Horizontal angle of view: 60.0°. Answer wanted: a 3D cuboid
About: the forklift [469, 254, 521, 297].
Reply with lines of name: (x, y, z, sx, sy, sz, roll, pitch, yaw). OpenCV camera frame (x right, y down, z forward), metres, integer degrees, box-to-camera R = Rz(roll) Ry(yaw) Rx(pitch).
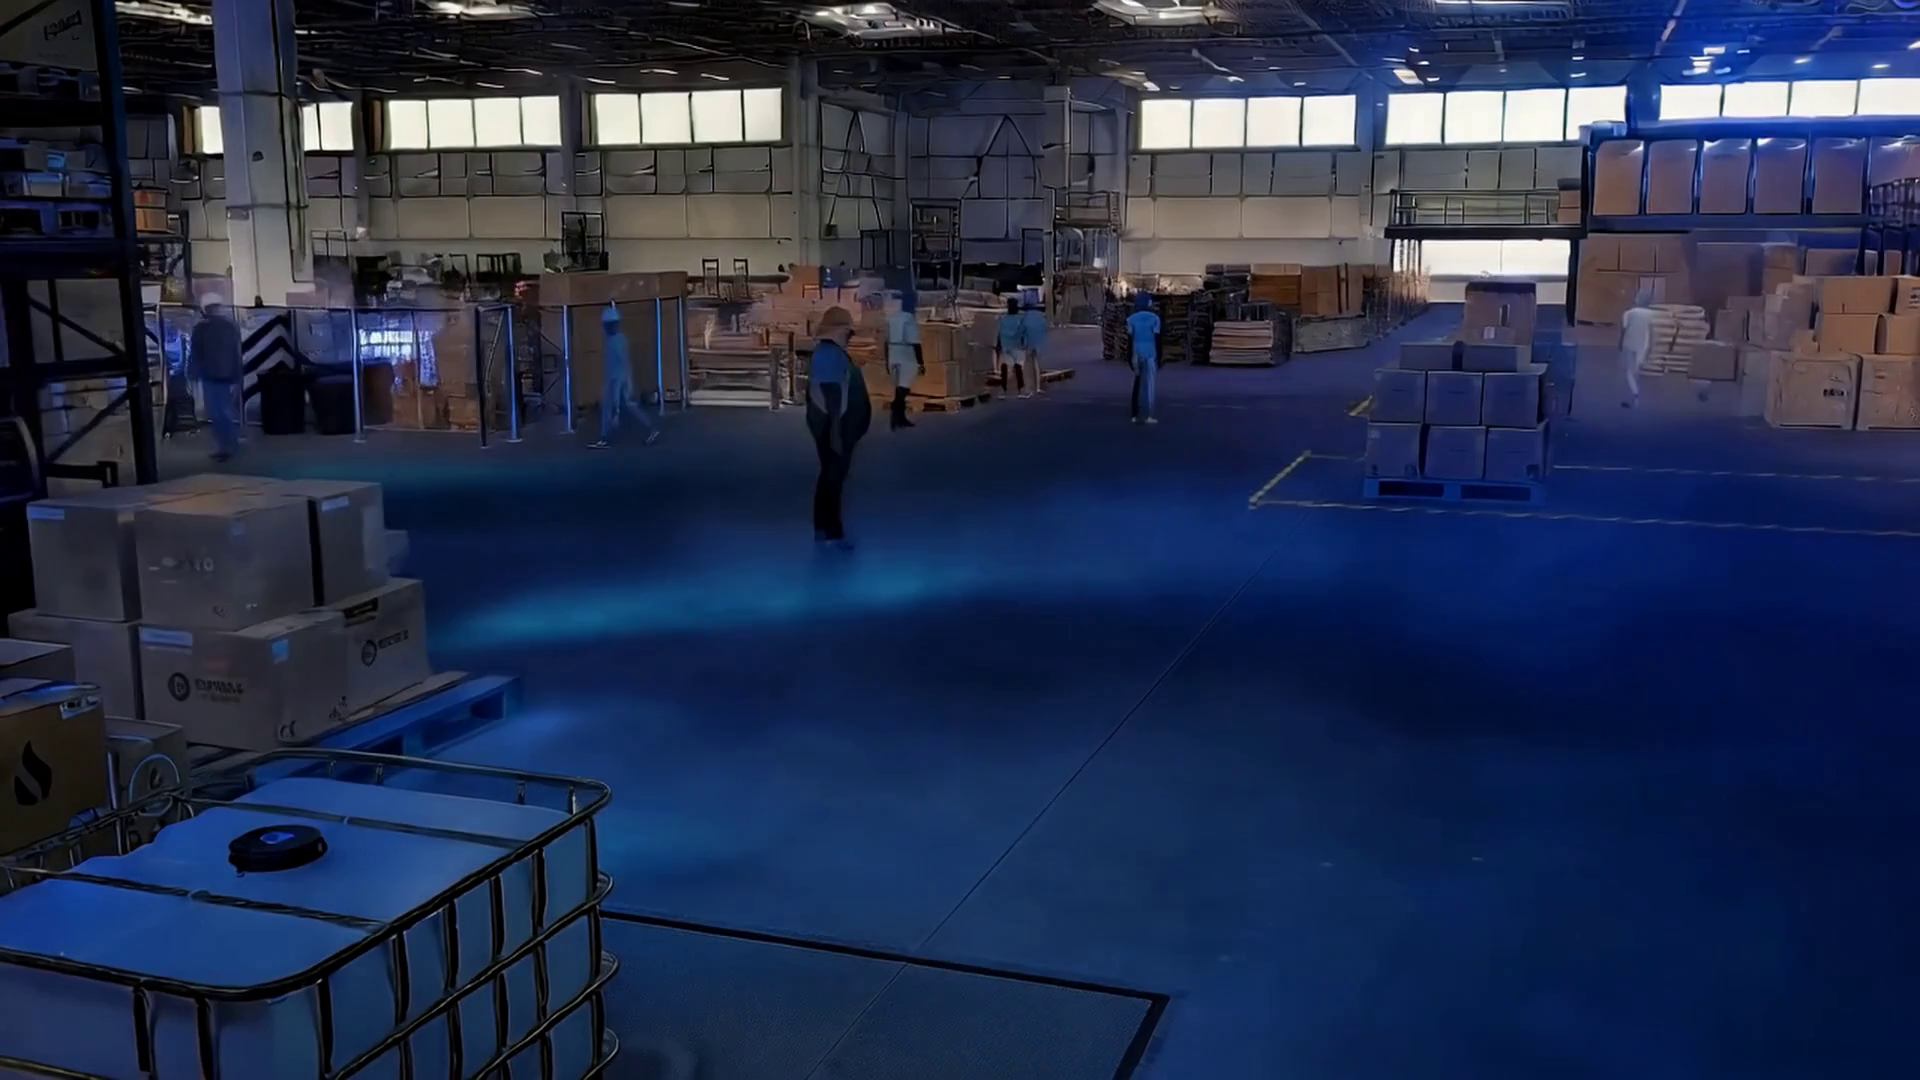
forklift: (-17.990, -10.121, 64.684, 1.157, 1.987, 2.680, 3, 11, 17)

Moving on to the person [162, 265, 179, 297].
person: (-27.696, -8.716, 58.192, 0.615, 1.809, 0.657, 5, 11, 28)

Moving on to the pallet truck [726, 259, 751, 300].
pallet truck: (-7.986, -9.493, 62.019, 0.823, 1.965, 1.885, 3, 11, 17)

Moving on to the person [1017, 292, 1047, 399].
person: (1.141, -3.153, 27.024, 0.548, 1.737, 0.439, 1, 10, 8)

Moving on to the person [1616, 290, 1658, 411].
person: (10.258, -2.863, 25.156, 0.550, 1.830, 0.816, 1, 10, 3)

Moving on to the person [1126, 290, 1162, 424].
person: (2.576, -2.547, 23.263, 0.513, 1.872, 0.328, 2, 10, 14)

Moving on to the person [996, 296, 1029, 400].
person: (0.840, -3.092, 26.846, 0.536, 1.691, 0.320, 2, 10, 12)

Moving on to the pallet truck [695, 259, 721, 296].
pallet truck: (-9.165, -9.627, 62.776, 0.823, 1.965, 1.885, 4, 11, 23)

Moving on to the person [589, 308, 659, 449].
person: (-4.164, -2.002, 20.563, 0.824, 1.737, 0.521, -7, 12, -35)

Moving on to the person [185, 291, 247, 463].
person: (-8.549, -1.852, 19.075, 0.428, 1.972, 0.634, 3, 10, 14)

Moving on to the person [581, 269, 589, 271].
person: (-12.675, -8.577, 56.864, 0.951, 2.013, 0.617, -5, 11, -25)

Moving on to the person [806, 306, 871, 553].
person: (-0.999, -0.937, 13.711, 0.533, 2.000, 0.807, -1, 10, -4)

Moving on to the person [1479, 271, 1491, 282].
person: (11.614, -4.973, 36.788, 0.564, 1.916, 0.717, 1, 10, 4)

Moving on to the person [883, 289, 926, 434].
person: (-0.804, -2.383, 22.211, 0.791, 1.917, 0.613, -8, 13, -39)

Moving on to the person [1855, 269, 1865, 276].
person: (24.700, -6.513, 45.721, 0.579, 1.834, 0.974, 5, 11, 26)

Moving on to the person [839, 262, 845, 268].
person: (-4.297, -9.301, 61.348, 1.006, 1.848, 0.656, -2, 10, -11)

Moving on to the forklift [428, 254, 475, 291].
forklift: (-20.133, -10.254, 65.465, 1.157, 1.987, 2.680, 3, 11, 19)
